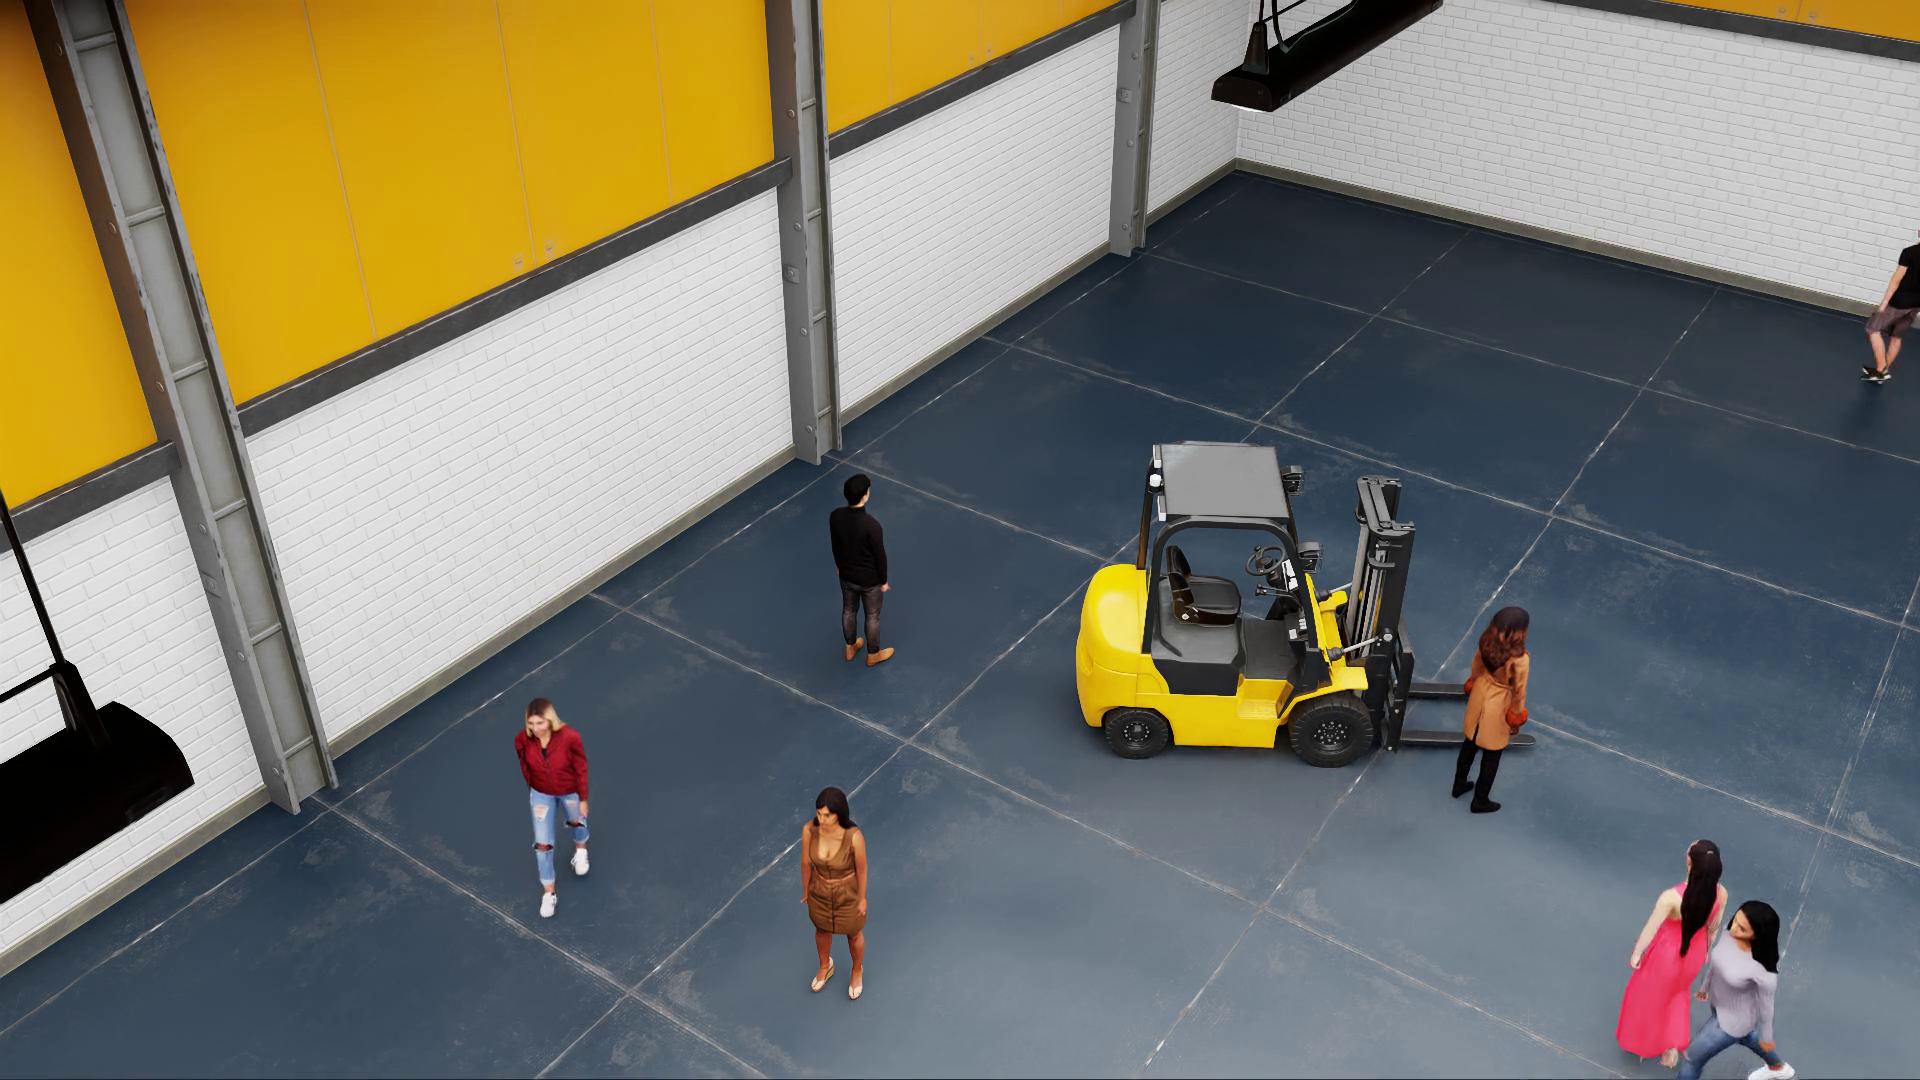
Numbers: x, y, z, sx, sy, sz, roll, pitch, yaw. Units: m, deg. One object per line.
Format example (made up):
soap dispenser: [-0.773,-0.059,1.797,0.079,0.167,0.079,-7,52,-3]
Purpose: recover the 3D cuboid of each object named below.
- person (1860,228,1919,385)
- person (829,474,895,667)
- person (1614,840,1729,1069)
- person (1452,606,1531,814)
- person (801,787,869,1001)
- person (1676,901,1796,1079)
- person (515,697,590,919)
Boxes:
person: [9.692,-2.412,17.008,0.850,1.856,0.916,-8,34,-12]
person: [-0.785,0.236,13.145,0.655,1.722,0.553,18,38,25]
person: [4.239,2.496,9.749,0.848,1.718,0.914,-6,34,-8]
person: [3.762,1.178,11.730,0.766,1.720,0.784,-16,37,-23]
person: [-0.761,2.176,10.257,0.632,1.689,0.612,9,35,13]
person: [4.490,2.702,9.475,1.198,1.679,1.232,-1,34,-2]
person: [-2.674,1.634,11.149,0.945,1.604,1.029,-4,34,-6]
